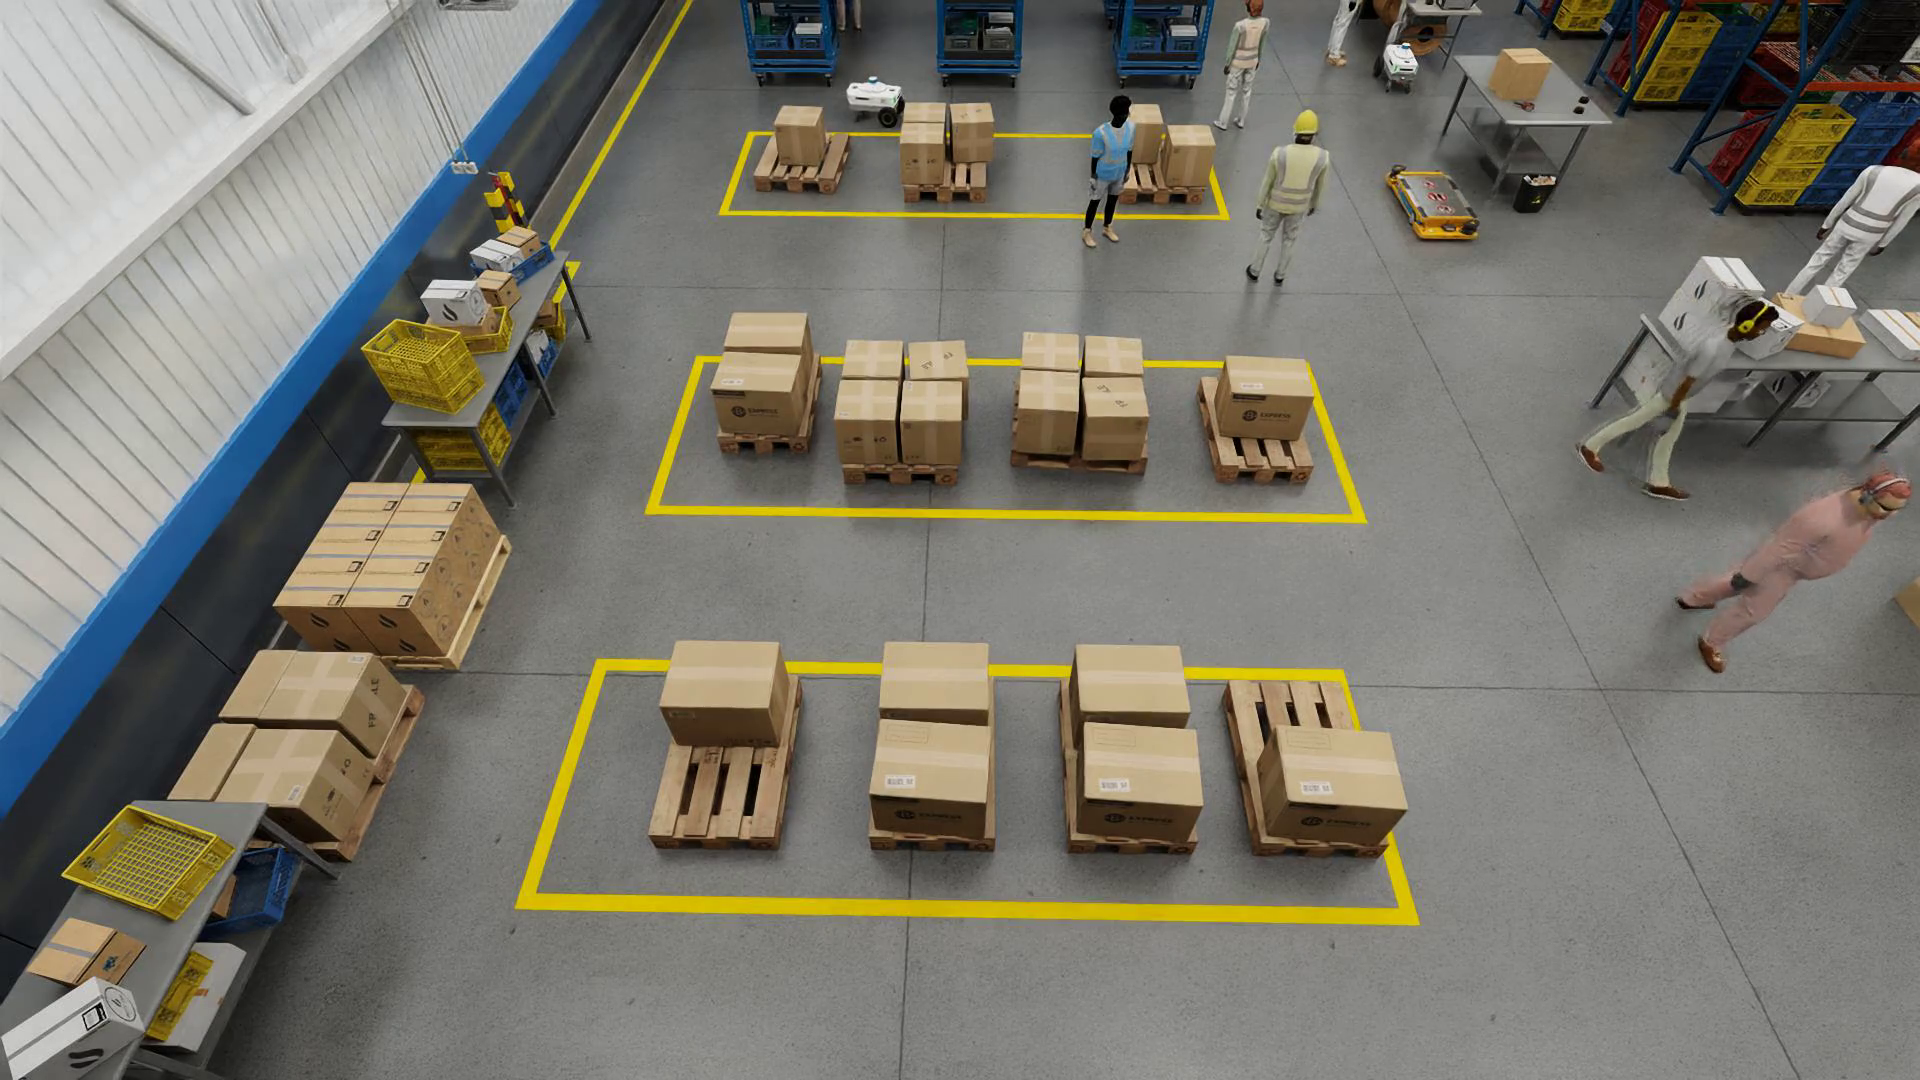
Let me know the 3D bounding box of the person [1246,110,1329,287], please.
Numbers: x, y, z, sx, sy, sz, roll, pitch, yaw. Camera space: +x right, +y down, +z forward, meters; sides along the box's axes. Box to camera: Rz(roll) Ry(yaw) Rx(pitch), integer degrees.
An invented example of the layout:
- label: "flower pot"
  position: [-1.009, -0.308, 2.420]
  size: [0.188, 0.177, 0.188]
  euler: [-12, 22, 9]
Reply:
- label: "person"
  position: [3.408, -3.526, 9.549]
  size: [0.613, 1.823, 0.404]
  euler: [8, 50, 7]

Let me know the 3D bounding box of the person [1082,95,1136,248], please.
- label: "person"
  position: [1.643, -4.034, 10.075]
  size: [0.534, 1.694, 0.320]
  euler: [-19, 52, -16]

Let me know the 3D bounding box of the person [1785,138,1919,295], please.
- label: "person"
  position: [8.911, -3.058, 9.114]
  size: [0.359, 1.877, 0.579]
  euler: [-32, 56, -25]

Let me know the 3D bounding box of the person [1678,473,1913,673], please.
- label: "person"
  position: [5.708, 0.116, 6.377]
  size: [0.685, 1.870, 0.623]
  euler: [-19, 52, -15]

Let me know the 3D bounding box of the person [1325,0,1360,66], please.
- label: "person"
  position: [5.753, -7.981, 13.392]
  size: [0.429, 1.844, 0.624]
  euler: [10, 50, 9]

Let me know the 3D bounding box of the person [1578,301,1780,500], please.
- label: "person"
  position: [5.907, -1.125, 7.472]
  size: [0.660, 1.808, 0.969]
  euler: [-27, 54, -21]

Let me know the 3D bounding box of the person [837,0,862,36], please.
- label: "person"
  position: [-1.767, -8.847, 14.051]
  size: [0.624, 1.984, 0.412]
  euler: [-19, 52, -15]

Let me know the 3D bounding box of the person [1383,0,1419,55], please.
- label: "person"
  position: [6.583, -7.907, 13.274]
  size: [0.371, 1.930, 0.629]
  euler: [21, 52, 18]

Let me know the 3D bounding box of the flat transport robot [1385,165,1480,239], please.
- label: "flat transport robot"
  position: [5.692, -4.094, 11.059]
  size: [0.652, 0.197, 1.431]
  euler: [1, 49, 1]

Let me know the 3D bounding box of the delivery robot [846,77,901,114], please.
- label: "delivery robot"
  position: [-1.179, -6.057, 12.512]
  size: [0.707, 0.478, 0.477]
  euler: [7, 49, 6]

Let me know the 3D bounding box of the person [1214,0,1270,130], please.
- label: "person"
  position: [3.711, -6.239, 12.022]
  size: [0.519, 1.632, 0.315]
  euler: [-12, 50, -10]

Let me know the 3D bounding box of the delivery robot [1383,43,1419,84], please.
- label: "delivery robot"
  position: [6.373, -6.919, 13.257]
  size: [0.477, 0.478, 0.707]
  euler: [4, 49, 4]
